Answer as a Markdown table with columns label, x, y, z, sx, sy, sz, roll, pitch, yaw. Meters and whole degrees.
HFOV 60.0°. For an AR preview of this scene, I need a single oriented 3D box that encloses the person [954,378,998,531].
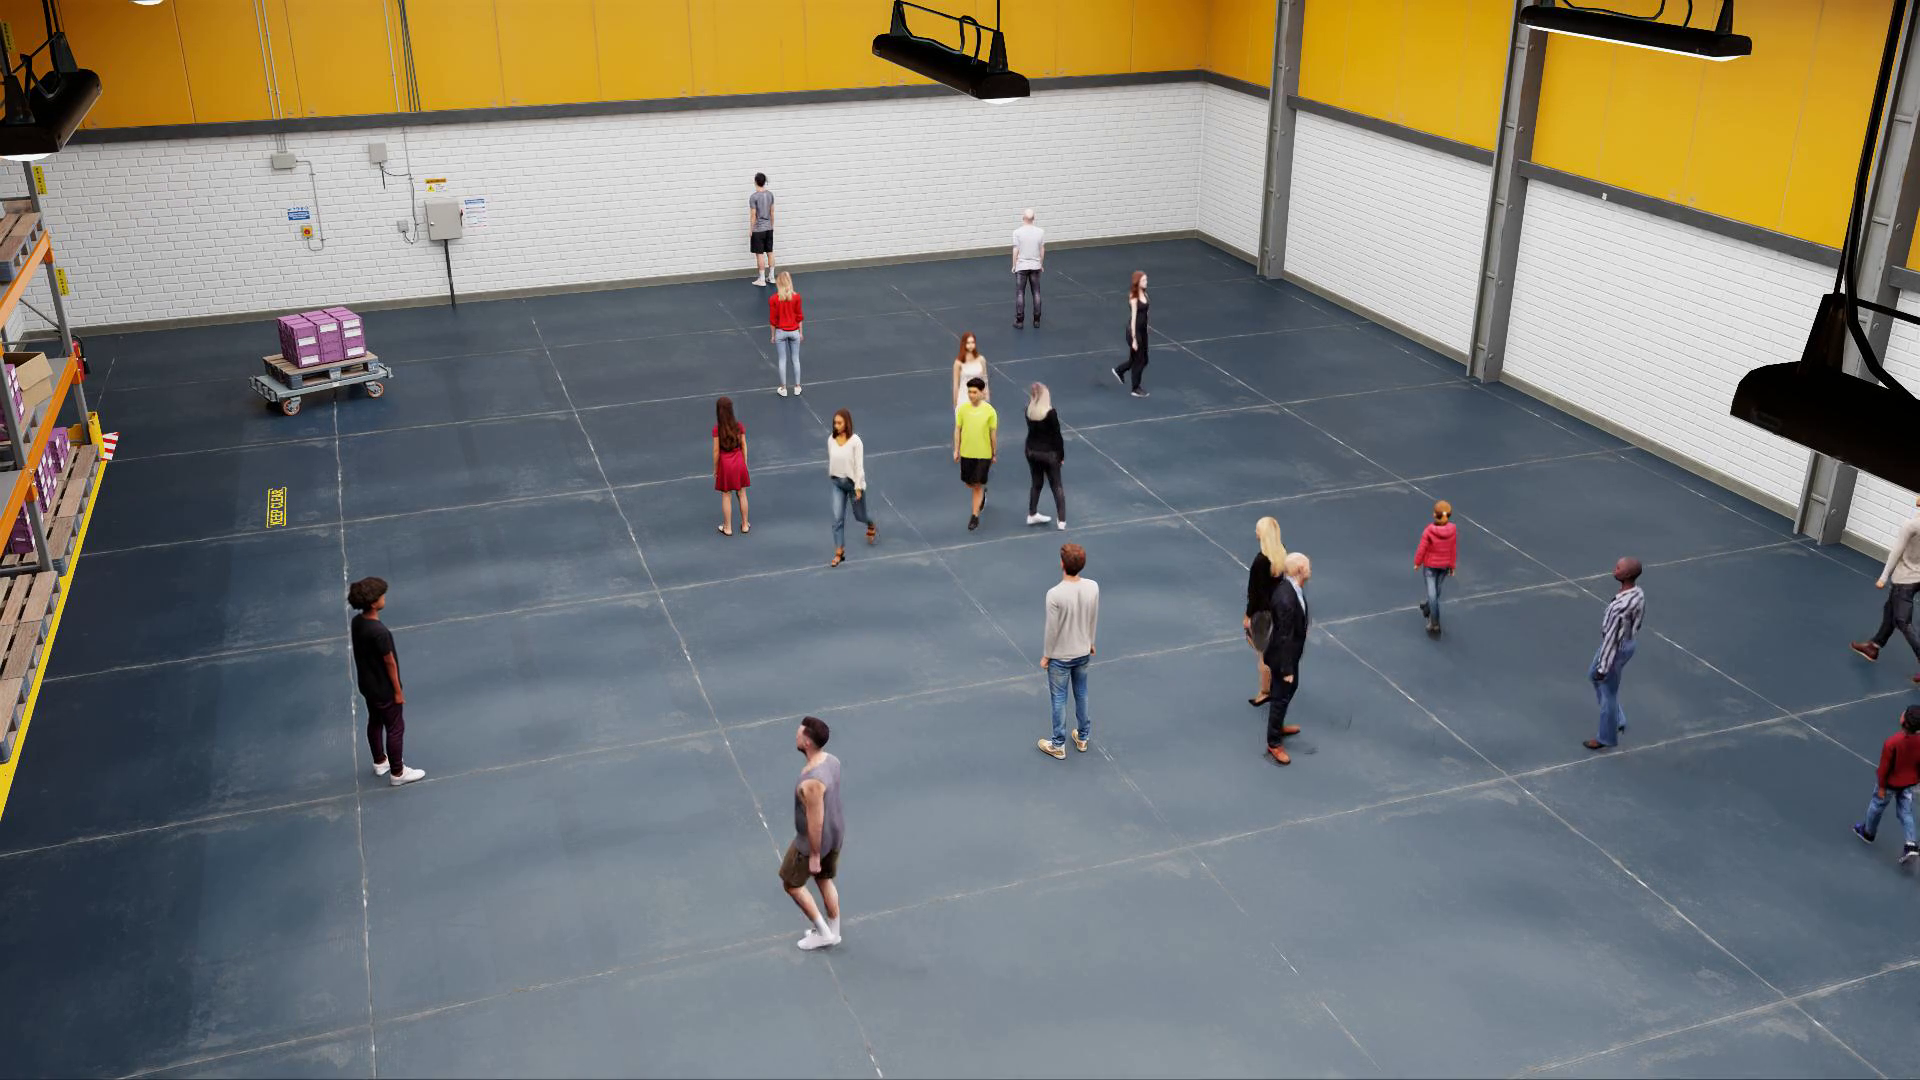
| label | x | y | z | sx | sy | sz | roll | pitch | yaw |
| --- | --- | --- | --- | --- | --- | --- | --- | --- | --- |
| person | 0.199 | -1.001 | 18.421 | 1.020 | 1.683 | 1.129 | 8 | 25 | 17 |

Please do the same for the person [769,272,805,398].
| label | x | y | z | sx | sy | sz | roll | pitch | yaw |
| --- | --- | --- | --- | --- | --- | --- | --- | --- | --- |
| person | -2.339 | -2.787 | 22.480 | 0.629 | 1.704 | 0.514 | -7 | 24 | -15 |

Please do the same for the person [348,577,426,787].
| label | x | y | z | sx | sy | sz | roll | pitch | yaw |
| --- | --- | --- | --- | --- | --- | --- | --- | --- | --- |
| person | -4.690 | 1.125 | 13.435 | 0.653 | 1.782 | 0.767 | 19 | 30 | 37 |

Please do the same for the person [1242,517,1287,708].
| label | x | y | z | sx | sy | sz | roll | pitch | yaw |
| --- | --- | --- | --- | --- | --- | --- | --- | --- | --- |
| person | 2.730 | 0.667 | 14.419 | 0.817 | 1.833 | 0.769 | 14 | 27 | 29 |

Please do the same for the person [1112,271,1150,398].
| label | x | y | z | sx | sy | sz | roll | pitch | yaw |
| --- | --- | --- | --- | --- | --- | --- | --- | --- | --- |
| person | 2.314 | -2.794 | 22.462 | 0.952 | 1.731 | 0.845 | 16 | 28 | 31 |

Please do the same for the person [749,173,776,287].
| label | x | y | z | sx | sy | sz | roll | pitch | yaw |
| --- | --- | --- | --- | --- | --- | --- | --- | --- | --- |
| person | -3.291 | -5.194 | 27.778 | 0.733 | 1.871 | 0.708 | -22 | 32 | -40 |

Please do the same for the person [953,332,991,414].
| label | x | y | z | sx | sy | sz | roll | pitch | yaw |
| --- | --- | --- | --- | --- | --- | --- | --- | --- | --- |
| person | 0.102 | -1.688 | 20.024 | 0.538 | 1.658 | 1.139 | -8 | 25 | -18 |

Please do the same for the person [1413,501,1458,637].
| label | x | y | z | sx | sy | sz | roll | pitch | yaw |
| --- | --- | --- | --- | --- | --- | --- | --- | --- | --- |
| person | 4.596 | 0.290 | 15.965 | 0.659 | 1.284 | 0.962 | -3 | 24 | -7 |

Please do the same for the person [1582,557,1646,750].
| label | x | y | z | sx | sy | sz | roll | pitch | yaw |
| --- | --- | --- | --- | --- | --- | --- | --- | --- | --- |
| person | 5.519 | 0.981 | 13.762 | 0.808 | 1.784 | 0.765 | 14 | 27 | 29 |

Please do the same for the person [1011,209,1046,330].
| label | x | y | z | sx | sy | sz | roll | pitch | yaw |
| --- | --- | --- | --- | --- | --- | --- | --- | --- | --- |
| person | 1.036 | -4.160 | 25.464 | 0.687 | 1.831 | 0.602 | -6 | 24 | -12 |

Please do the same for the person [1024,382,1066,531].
| label | x | y | z | sx | sy | sz | roll | pitch | yaw |
| --- | --- | --- | --- | --- | --- | --- | --- | --- | --- |
| person | 0.823 | -0.910 | 18.247 | 0.913 | 1.657 | 0.836 | -20 | 31 | -38 |

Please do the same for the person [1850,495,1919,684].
| label | x | y | z | sx | sy | sz | roll | pitch | yaw |
| --- | --- | --- | --- | --- | --- | --- | --- | --- | --- |
| person | 8.624 | 0.408 | 15.006 | 0.729 | 1.836 | 1.198 | -11 | 26 | -24 |

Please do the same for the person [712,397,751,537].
| label | x | y | z | sx | sy | sz | roll | pitch | yaw |
| --- | --- | --- | --- | --- | --- | --- | --- | --- | --- |
| person | -2.506 | -0.815 | 18.161 | 0.547 | 1.551 | 0.604 | -10 | 25 | -21 |

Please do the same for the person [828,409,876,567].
| label | x | y | z | sx | sy | sz | roll | pitch | yaw |
| --- | --- | --- | --- | --- | --- | --- | --- | --- | --- |
| person | -1.133 | -0.585 | 17.511 | 1.027 | 1.650 | 1.096 | 11 | 26 | 23 |

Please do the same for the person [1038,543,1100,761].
| label | x | y | z | sx | sy | sz | roll | pitch | yaw |
| --- | --- | --- | --- | --- | --- | --- | --- | --- | --- |
| person | 0.913 | 0.917 | 13.758 | 0.682 | 1.905 | 0.618 | -12 | 26 | -25 |

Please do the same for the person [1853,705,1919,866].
| label | x | y | z | sx | sy | sz | roll | pitch | yaw |
| --- | --- | --- | --- | --- | --- | --- | --- | --- | --- |
| person | 7.079 | 1.837 | 12.478 | 0.634 | 1.244 | 0.882 | -2 | 24 | -4 |

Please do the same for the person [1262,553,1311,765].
| label | x | y | z | sx | sy | sz | roll | pitch | yaw |
| --- | --- | --- | --- | --- | --- | --- | --- | --- | --- |
| person | 2.695 | 0.970 | 13.792 | 0.875 | 1.780 | 0.815 | 19 | 30 | 37 |

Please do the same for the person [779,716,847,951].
| label | x | y | z | sx | sy | sz | roll | pitch | yaw |
| --- | --- | --- | --- | --- | --- | --- | --- | --- | --- |
| person | -0.896 | 2.055 | 11.402 | 0.863 | 1.829 | 0.781 | 7 | 25 | 16 |
